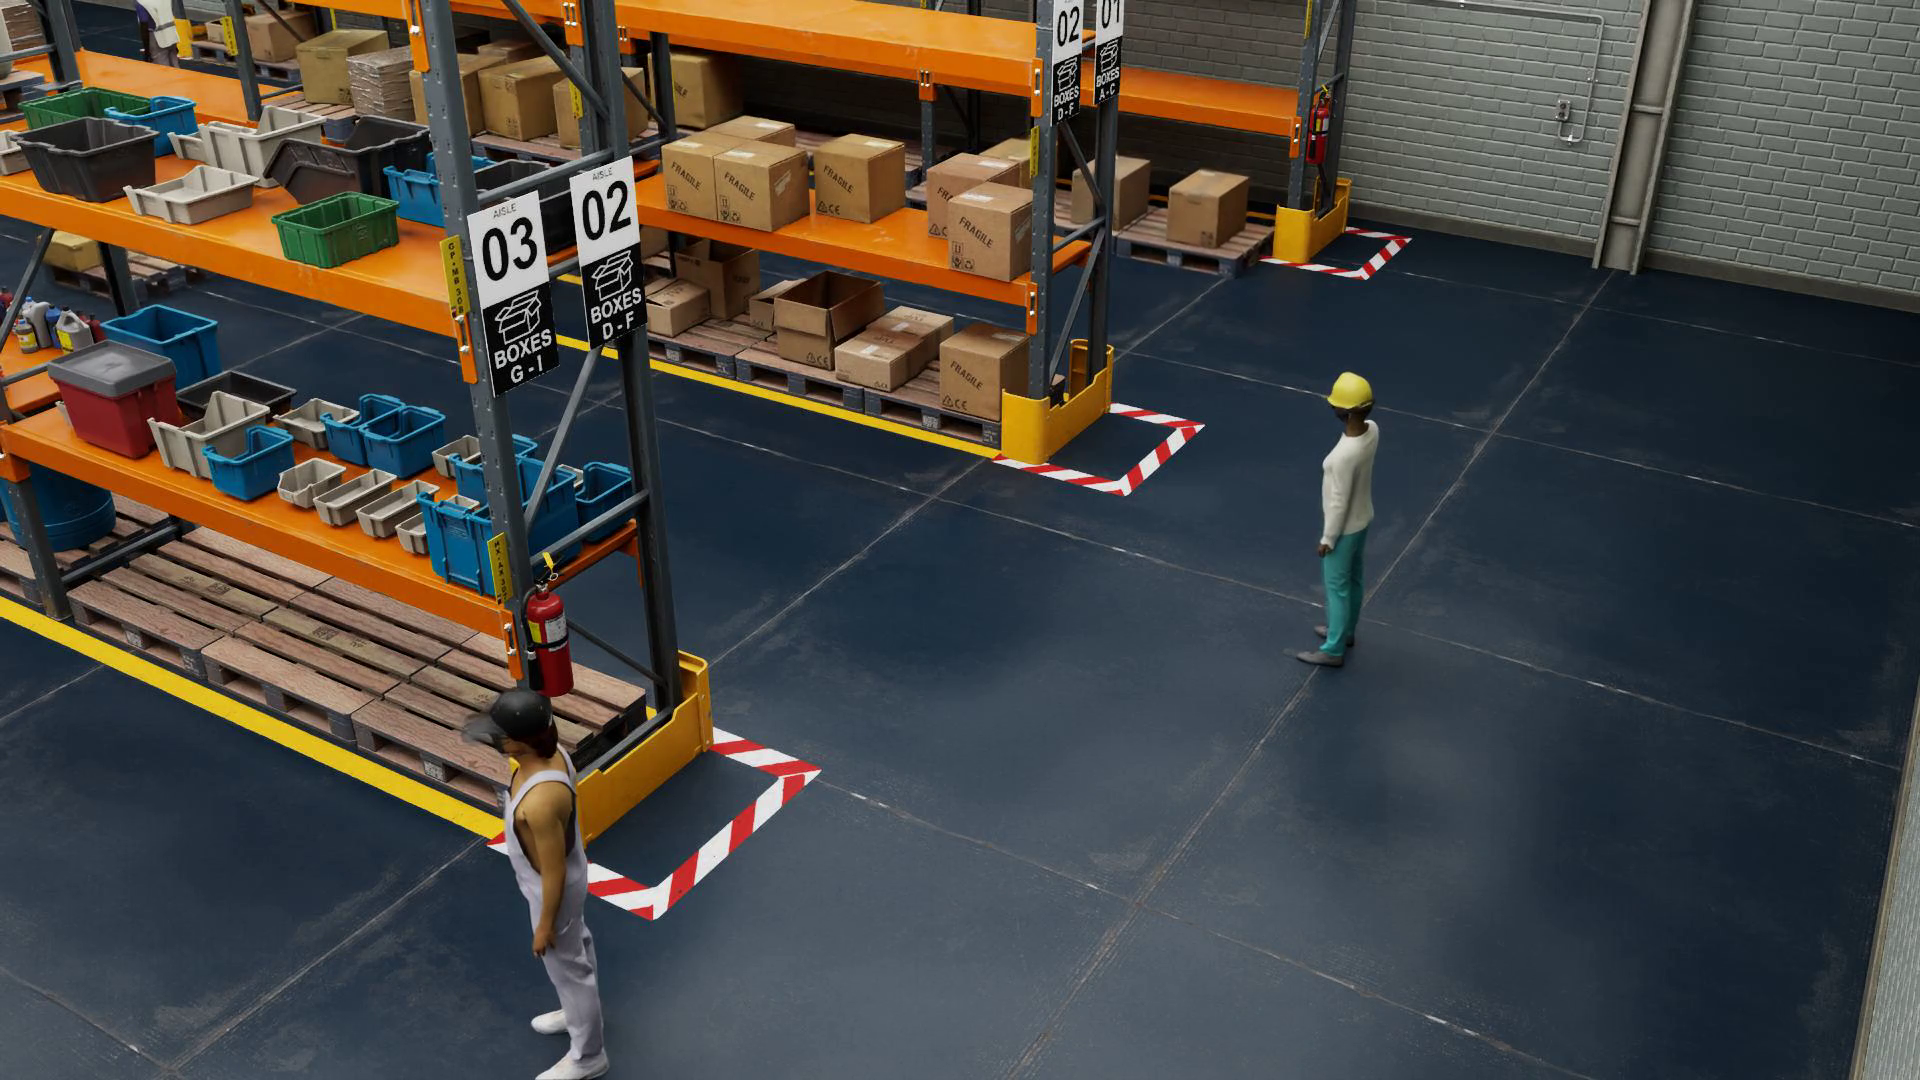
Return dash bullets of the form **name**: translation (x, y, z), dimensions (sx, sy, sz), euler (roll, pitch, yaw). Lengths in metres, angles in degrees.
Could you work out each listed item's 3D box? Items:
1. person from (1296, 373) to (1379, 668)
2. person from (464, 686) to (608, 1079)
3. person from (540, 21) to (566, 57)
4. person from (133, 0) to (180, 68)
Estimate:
- **person**: translation (2.126, -0.103, 9.286), dimensions (0.326, 1.763, 0.523), euler (17, 33, 27)
- **person**: translation (-1.643, 1.361, 6.555), dimensions (0.372, 1.863, 0.506), euler (-6, 30, -11)
- **person**: translation (-4.148, -4.508, 17.253), dimensions (0.319, 1.696, 0.532), euler (-10, 31, -17)
- **person**: translation (-9.265, -5.733, 19.314), dimensions (0.395, 1.837, 0.557), euler (5, 30, 9)
